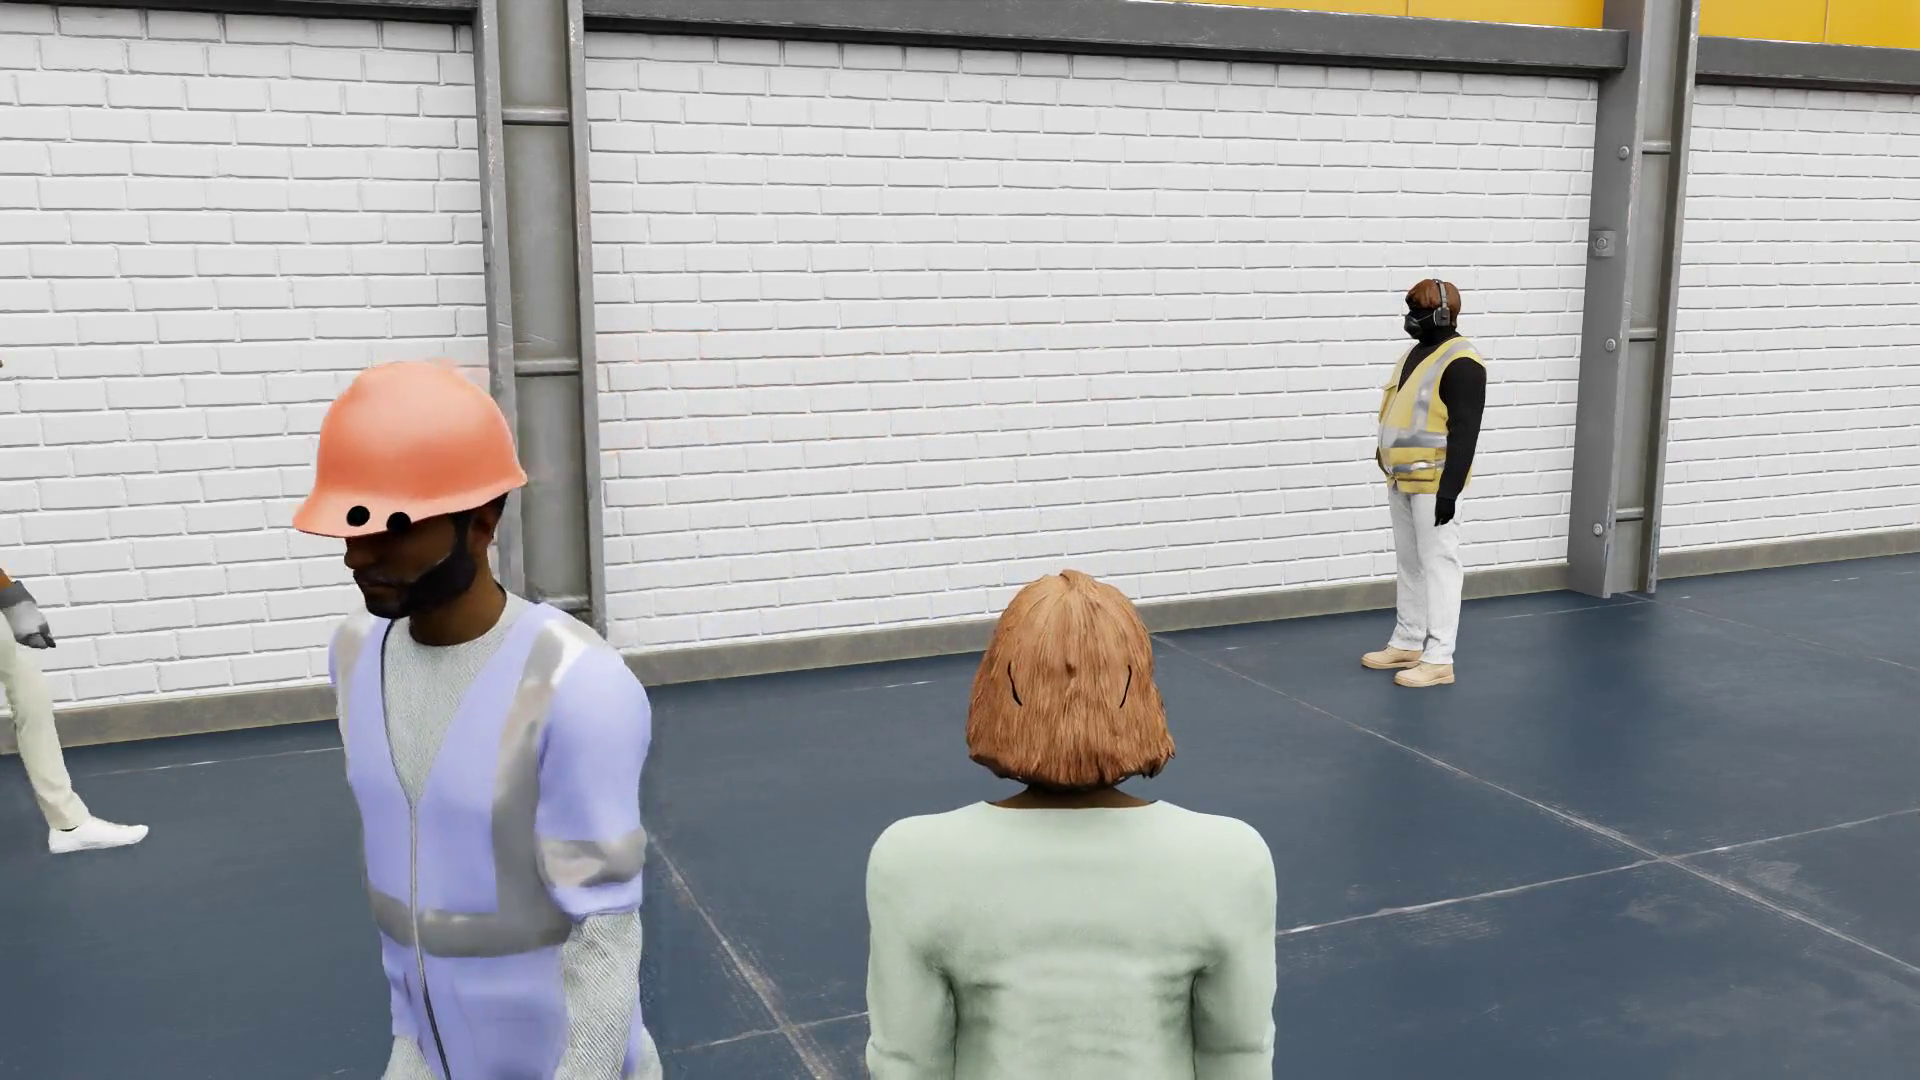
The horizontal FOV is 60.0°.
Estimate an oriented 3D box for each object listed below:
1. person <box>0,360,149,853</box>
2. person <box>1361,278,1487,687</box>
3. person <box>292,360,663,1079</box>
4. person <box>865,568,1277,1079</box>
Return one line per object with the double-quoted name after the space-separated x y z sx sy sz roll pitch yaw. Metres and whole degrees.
-3.186 0.179 5.217 0.939 1.834 0.503 -5 11 -24 "person"
2.115 -0.261 7.589 0.429 1.844 0.627 -2 10 -11 "person"
-0.645 0.679 2.334 0.549 1.872 1.042 5 12 27 "person"
0.135 0.842 2.074 0.500 1.636 0.281 0 10 -1 "person"
